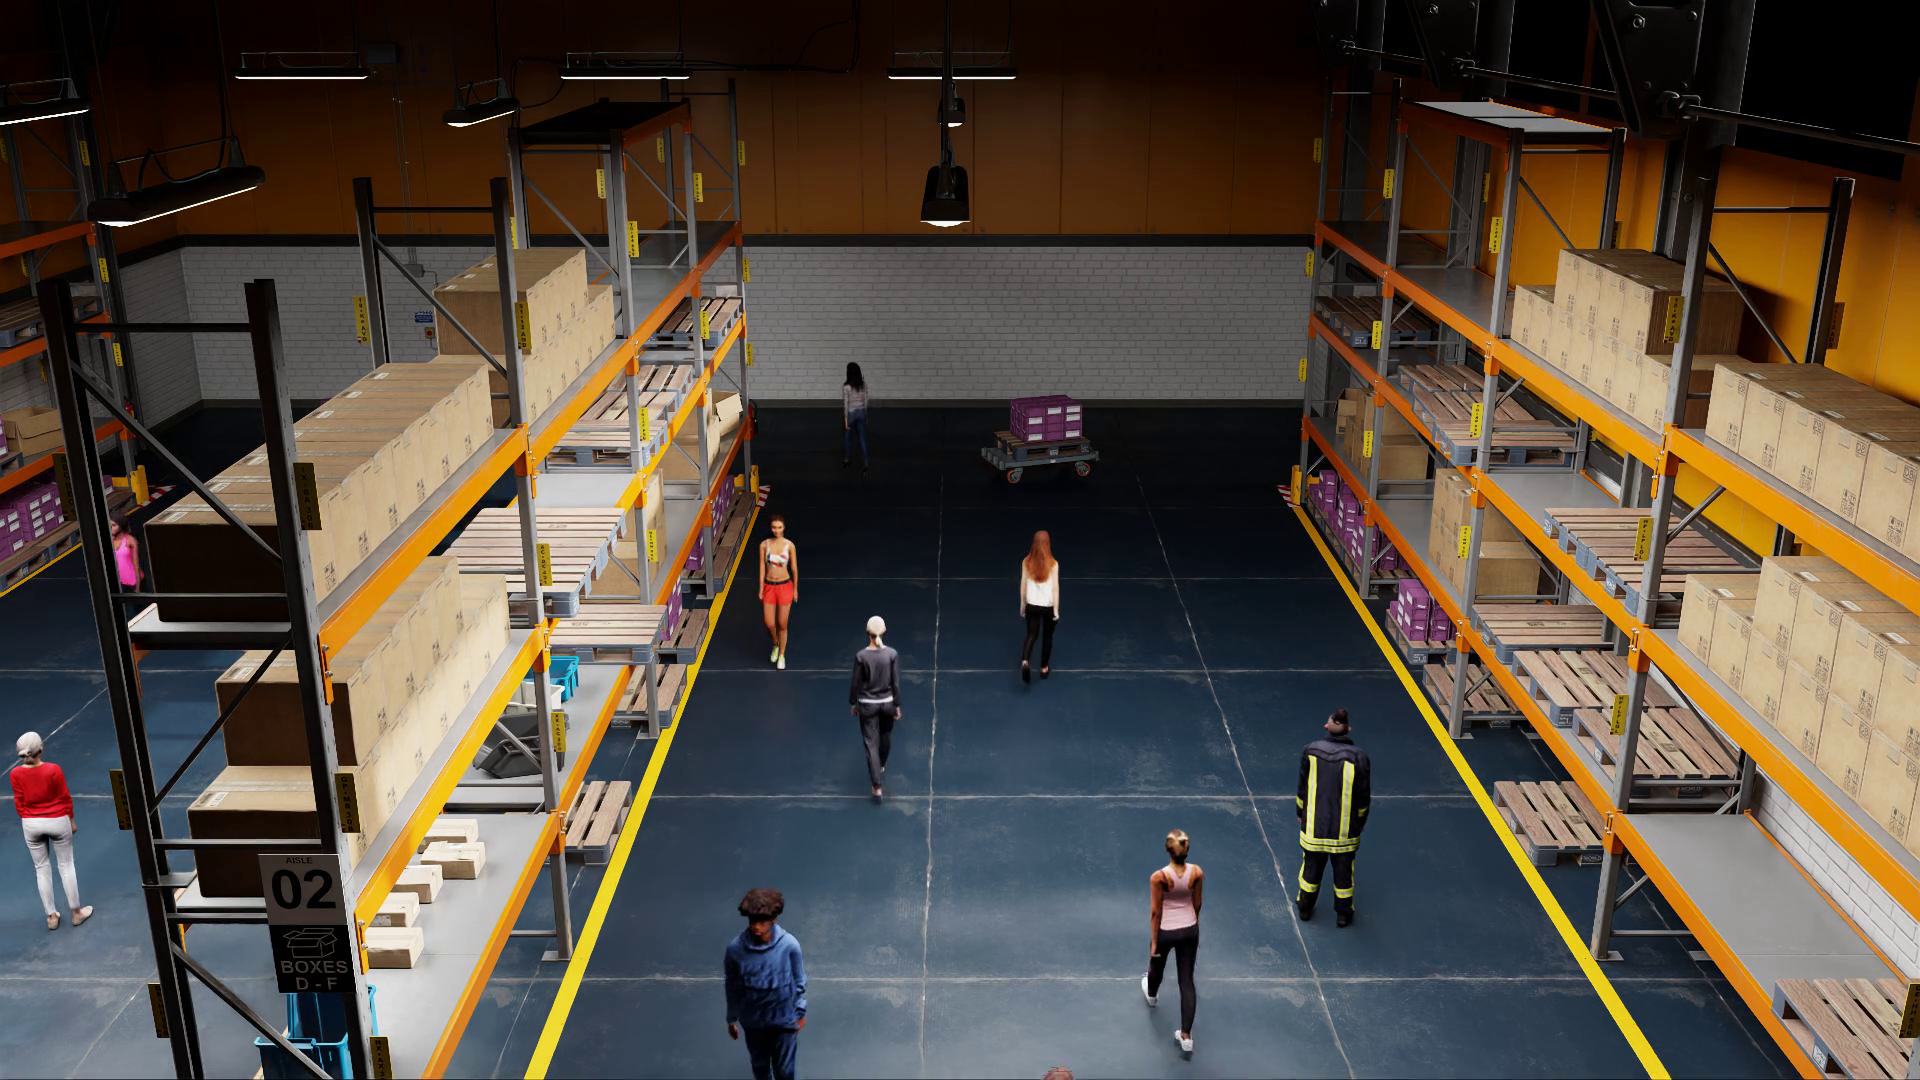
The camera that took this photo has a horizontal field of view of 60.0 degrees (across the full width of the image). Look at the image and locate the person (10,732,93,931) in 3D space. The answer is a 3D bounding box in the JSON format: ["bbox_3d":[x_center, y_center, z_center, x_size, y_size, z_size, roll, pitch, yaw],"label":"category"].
[{"bbox_3d":[-7.263,2.298,13.239,0.614,1.694,0.623,-5,19,-15],"label":"person"}]

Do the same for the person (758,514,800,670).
[{"bbox_3d":[-1.999,0.539,18.329,0.596,1.778,0.608,0,19,0],"label":"person"}]

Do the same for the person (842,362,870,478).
[{"bbox_3d":[-1.543,-1.775,25.251,0.944,1.745,1.223,-9,21,-25],"label":"person"}]

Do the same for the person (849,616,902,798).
[{"bbox_3d":[-0.767,1.561,15.435,0.771,1.688,1.126,-3,19,-10],"label":"person"}]

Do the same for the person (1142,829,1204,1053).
[{"bbox_3d":[1.559,2.845,11.776,0.671,1.591,1.122,-3,19,-8],"label":"person"}]

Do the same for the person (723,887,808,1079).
[{"bbox_3d":[-1.240,3.038,10.880,0.689,1.797,0.620,1,19,3],"label":"person"}]

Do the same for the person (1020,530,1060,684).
[{"bbox_3d":[0.845,0.742,17.837,0.760,1.707,0.990,6,20,18],"label":"person"}]

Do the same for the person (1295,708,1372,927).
[{"bbox_3d":[2.968,2.191,13.296,0.838,1.859,0.819,7,20,19],"label":"person"}]

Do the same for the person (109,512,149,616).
[{"bbox_3d":[-9.241,0.477,18.624,0.571,1.707,0.741,1,19,3],"label":"person"}]
